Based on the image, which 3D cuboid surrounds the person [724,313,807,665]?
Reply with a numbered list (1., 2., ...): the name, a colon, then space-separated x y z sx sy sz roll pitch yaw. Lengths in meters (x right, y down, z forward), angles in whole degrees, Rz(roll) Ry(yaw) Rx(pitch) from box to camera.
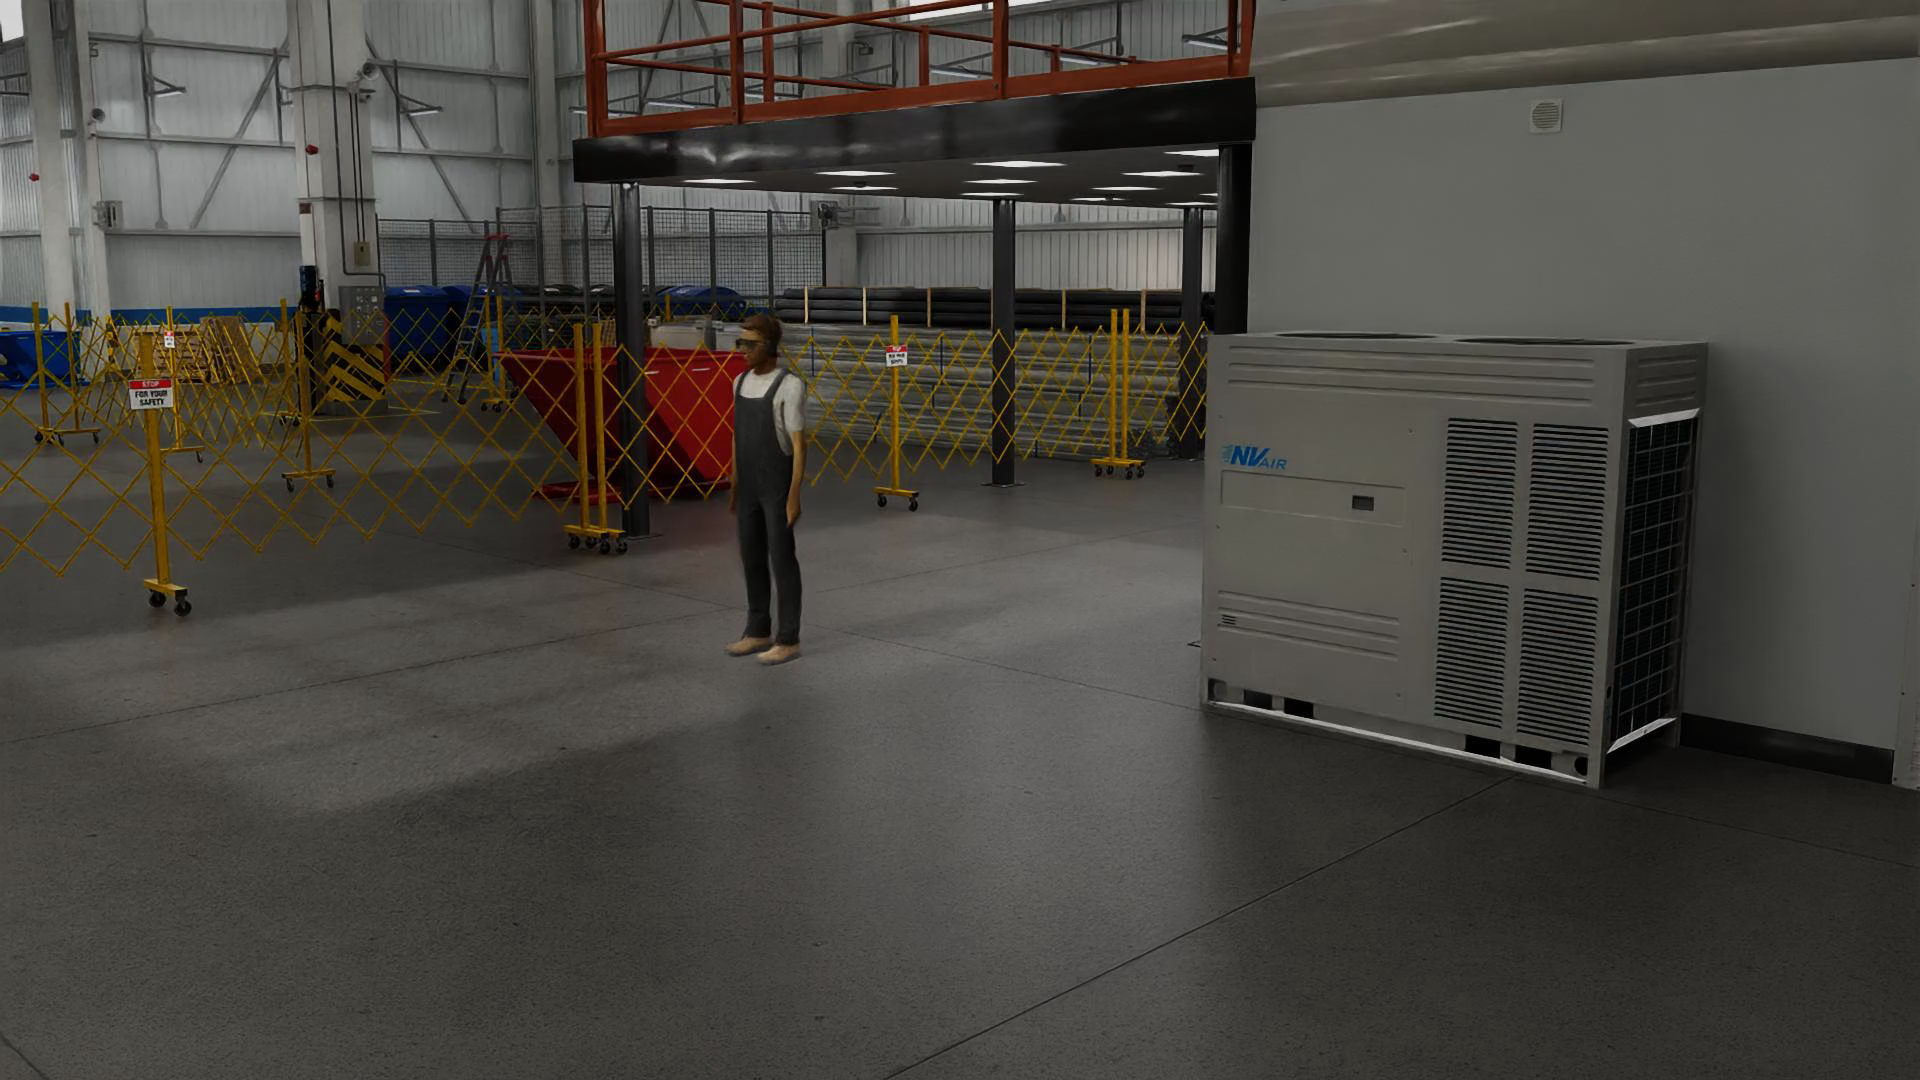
1. person: -1.025 -0.268 8.760 0.516 1.842 0.327 8 12 40
